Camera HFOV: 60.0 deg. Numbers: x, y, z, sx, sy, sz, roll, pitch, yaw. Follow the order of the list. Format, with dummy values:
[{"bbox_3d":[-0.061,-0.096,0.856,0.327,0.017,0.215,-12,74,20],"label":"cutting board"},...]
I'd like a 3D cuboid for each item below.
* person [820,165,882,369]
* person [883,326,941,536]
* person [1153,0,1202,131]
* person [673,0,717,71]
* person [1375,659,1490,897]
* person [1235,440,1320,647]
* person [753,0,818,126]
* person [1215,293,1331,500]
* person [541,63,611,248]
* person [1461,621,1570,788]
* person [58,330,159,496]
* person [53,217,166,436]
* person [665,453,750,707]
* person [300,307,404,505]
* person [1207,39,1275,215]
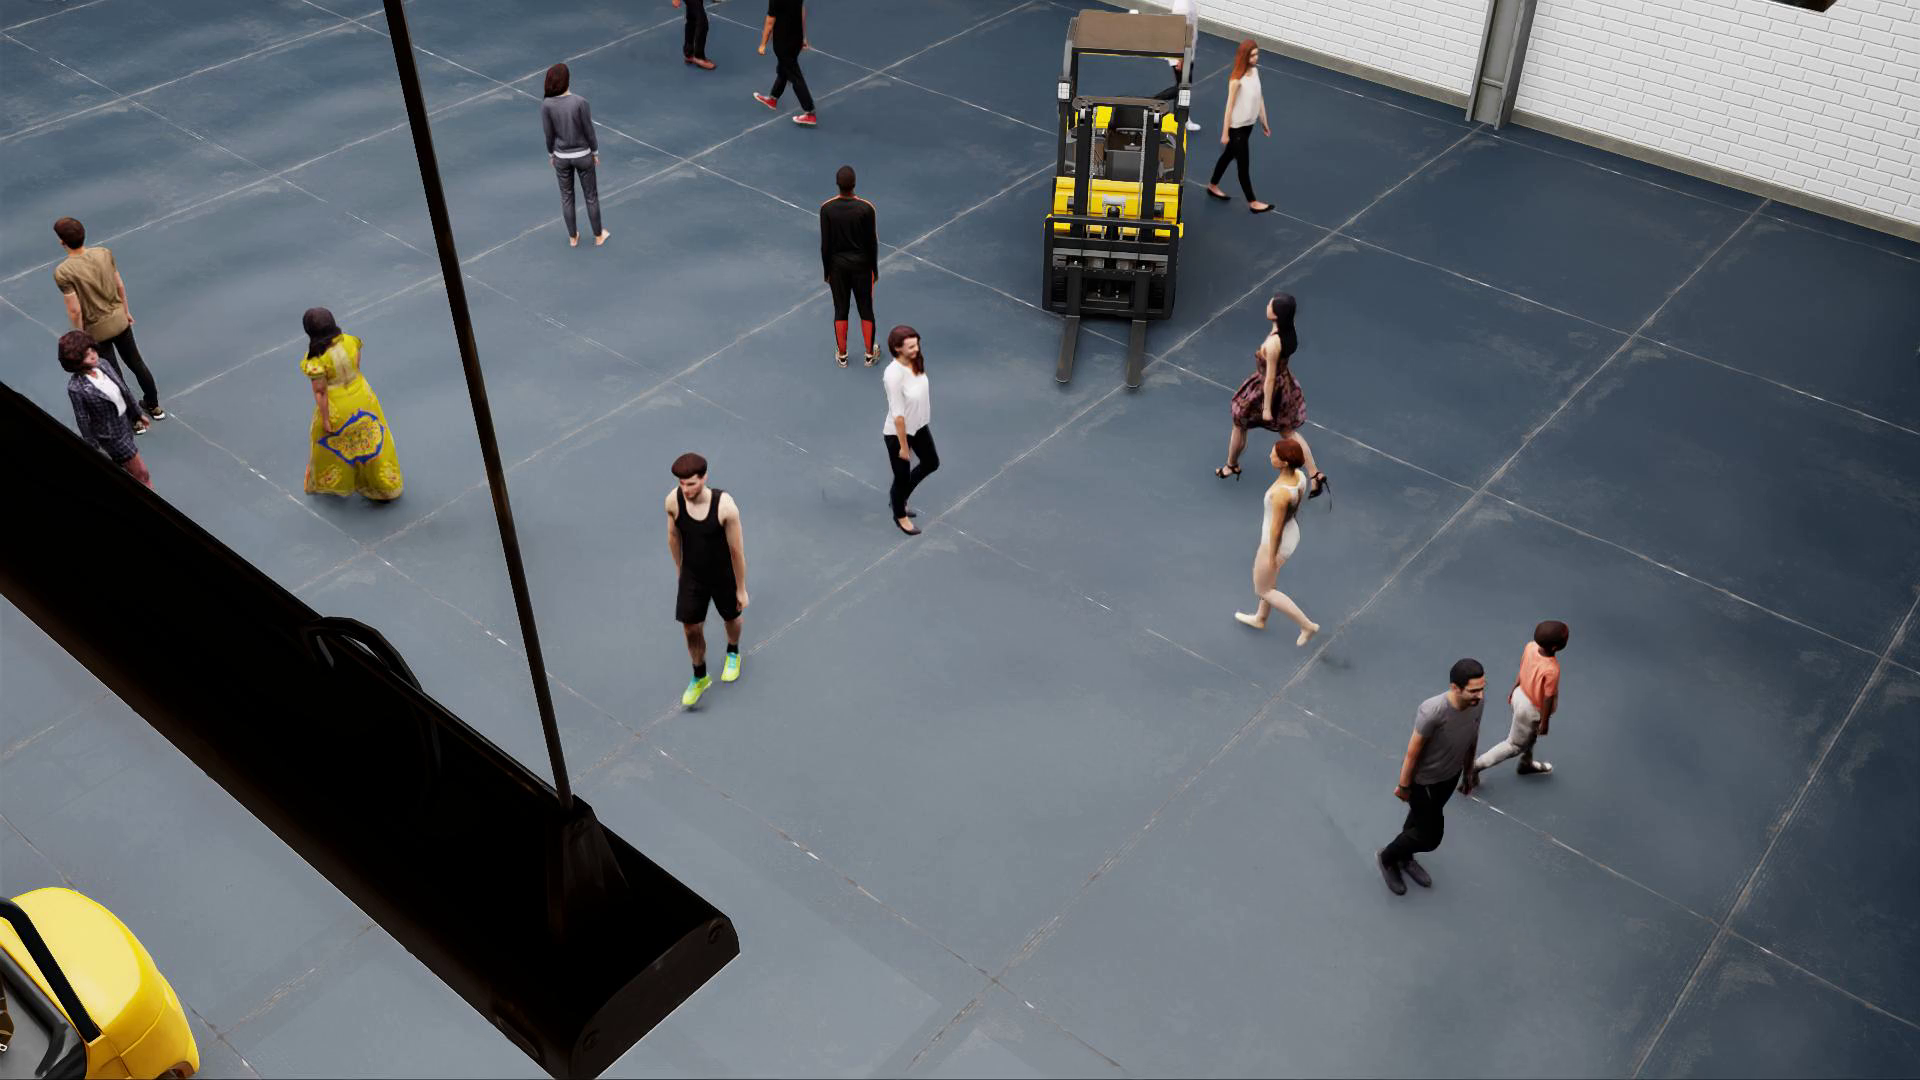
[{"bbox_3d":[-0.912,-2.273,13.842,0.677,1.808,0.762,1,39,1],"label":"person"},{"bbox_3d":[-0.470,-0.793,12.008,0.693,1.783,0.689,16,41,19],"label":"person"},{"bbox_3d":[2.261,-5.148,17.450,1.021,1.797,0.883,7,39,9],"label":"person"},{"bbox_3d":[-3.123,-6.265,18.798,0.838,1.860,0.820,14,41,17],"label":"person"},{"bbox_3d":[2.636,1.272,9.454,0.663,1.744,0.672,-24,45,-27],"label":"person"},{"bbox_3d":[2.197,0.048,11.081,0.885,1.627,0.654,19,42,22],"label":"person"},{"bbox_3d":[-1.747,-5.232,17.617,1.164,1.721,0.823,17,41,20],"label":"person"},{"bbox_3d":[2.389,-1.030,12.341,1.182,1.738,0.694,23,44,26],"label":"person"},{"bbox_3d":[-3.611,-3.587,15.519,0.672,1.768,0.739,-2,39,-3],"label":"person"},{"bbox_3d":[3.415,1.015,10.132,0.899,1.300,0.855,-4,39,-5],"label":"person"},{"bbox_3d":[-6.220,-0.784,12.092,1.120,1.664,0.948,5,39,6],"label":"person"},{"bbox_3d":[-6.722,-1.688,13.073,0.653,1.853,0.718,18,42,21],"label":"person"},{"bbox_3d":[-1.580,0.150,10.758,0.936,1.869,0.982,4,39,5],"label":"person"},{"bbox_3d":[-4.490,-0.946,12.321,0.948,1.632,0.852,23,44,26],"label":"person"},{"bbox_3d":[2.641,-4.031,16.144,1.031,1.682,0.596,26,45,29],"label":"person"}]
